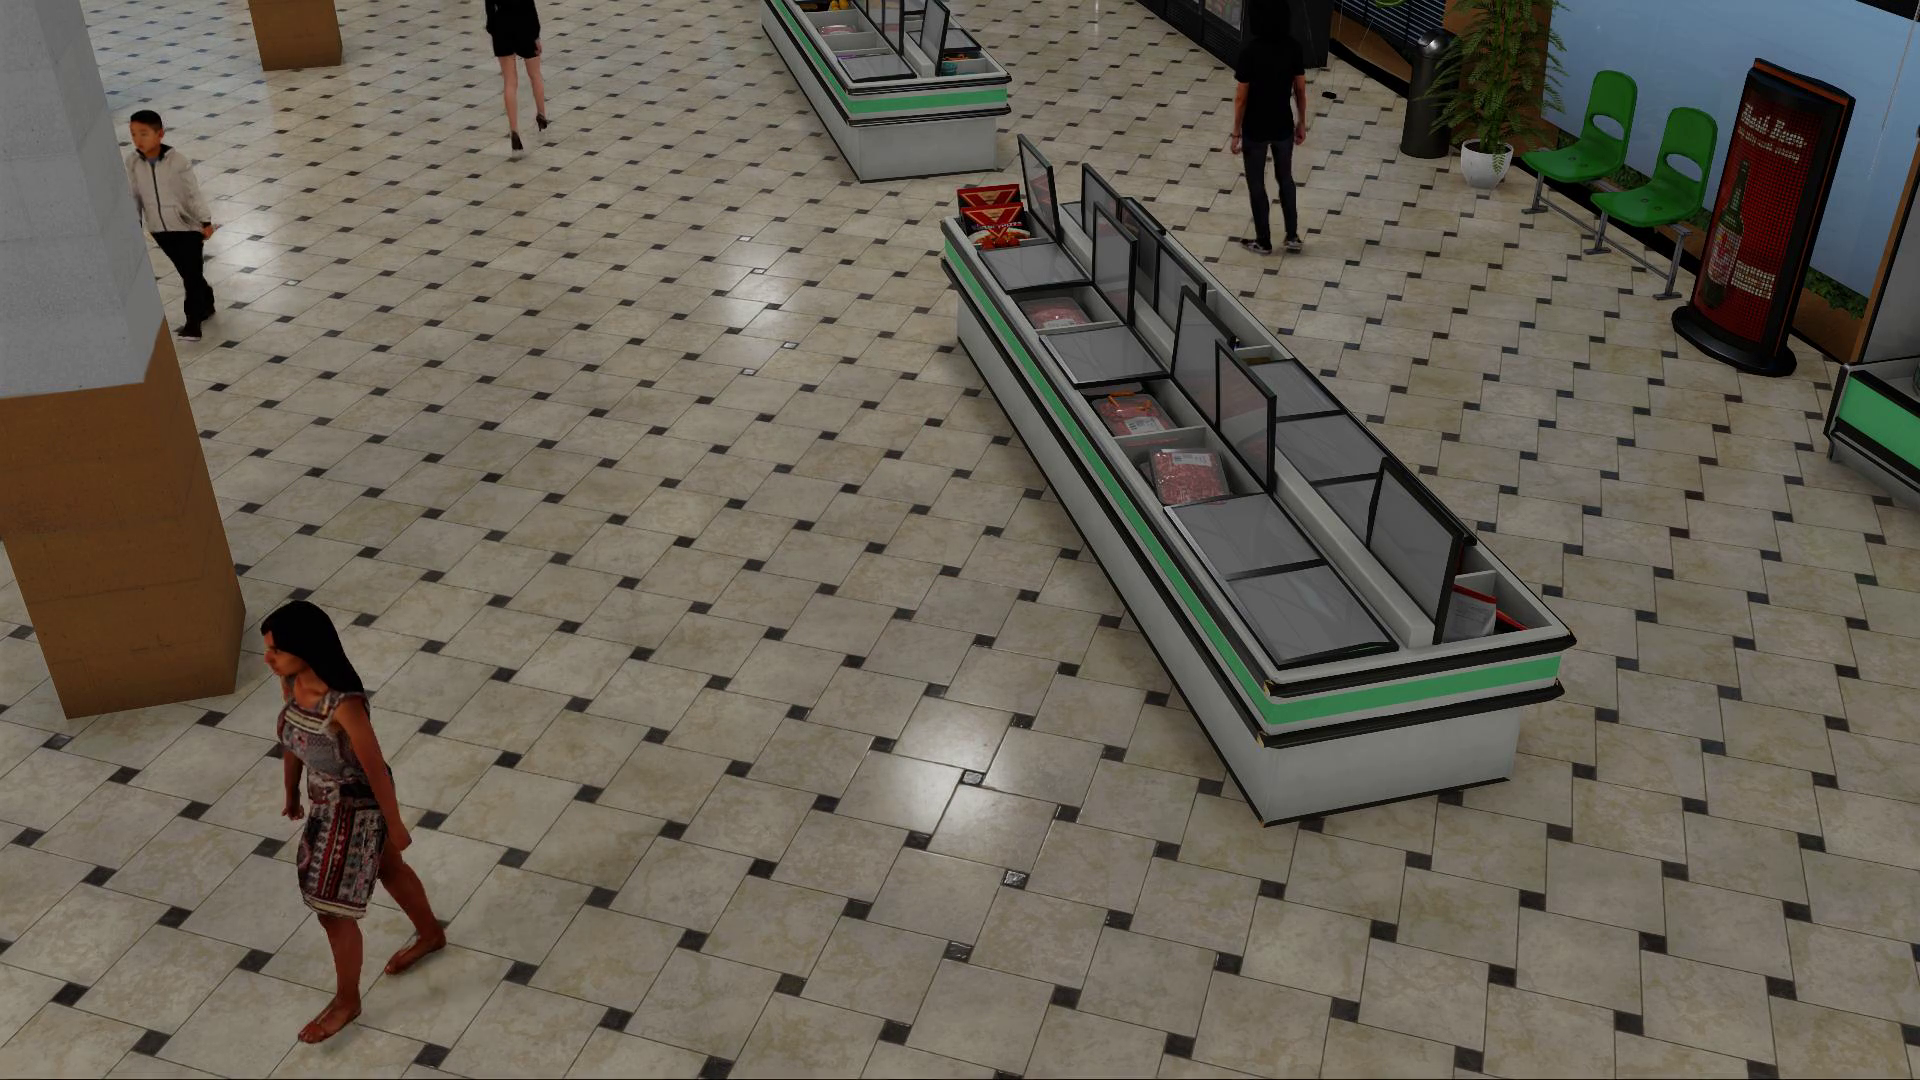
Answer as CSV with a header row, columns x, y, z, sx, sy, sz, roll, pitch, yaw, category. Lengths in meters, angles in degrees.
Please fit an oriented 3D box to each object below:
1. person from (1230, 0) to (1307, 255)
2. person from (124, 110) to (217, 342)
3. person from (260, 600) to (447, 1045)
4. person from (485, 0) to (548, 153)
x,y,z,sx,sy,sz,roll,pitch,yaw,category
2.144,-2.837,11.417,0.728,1.810,0.621,-3,32,-5,person
-4.884,-2.000,10.434,0.774,1.428,0.953,2,32,4,person
-1.980,0.865,5.641,0.940,1.625,0.961,26,40,36,person
-3.582,-3.965,13.313,0.710,1.721,1.067,-3,32,-4,person
